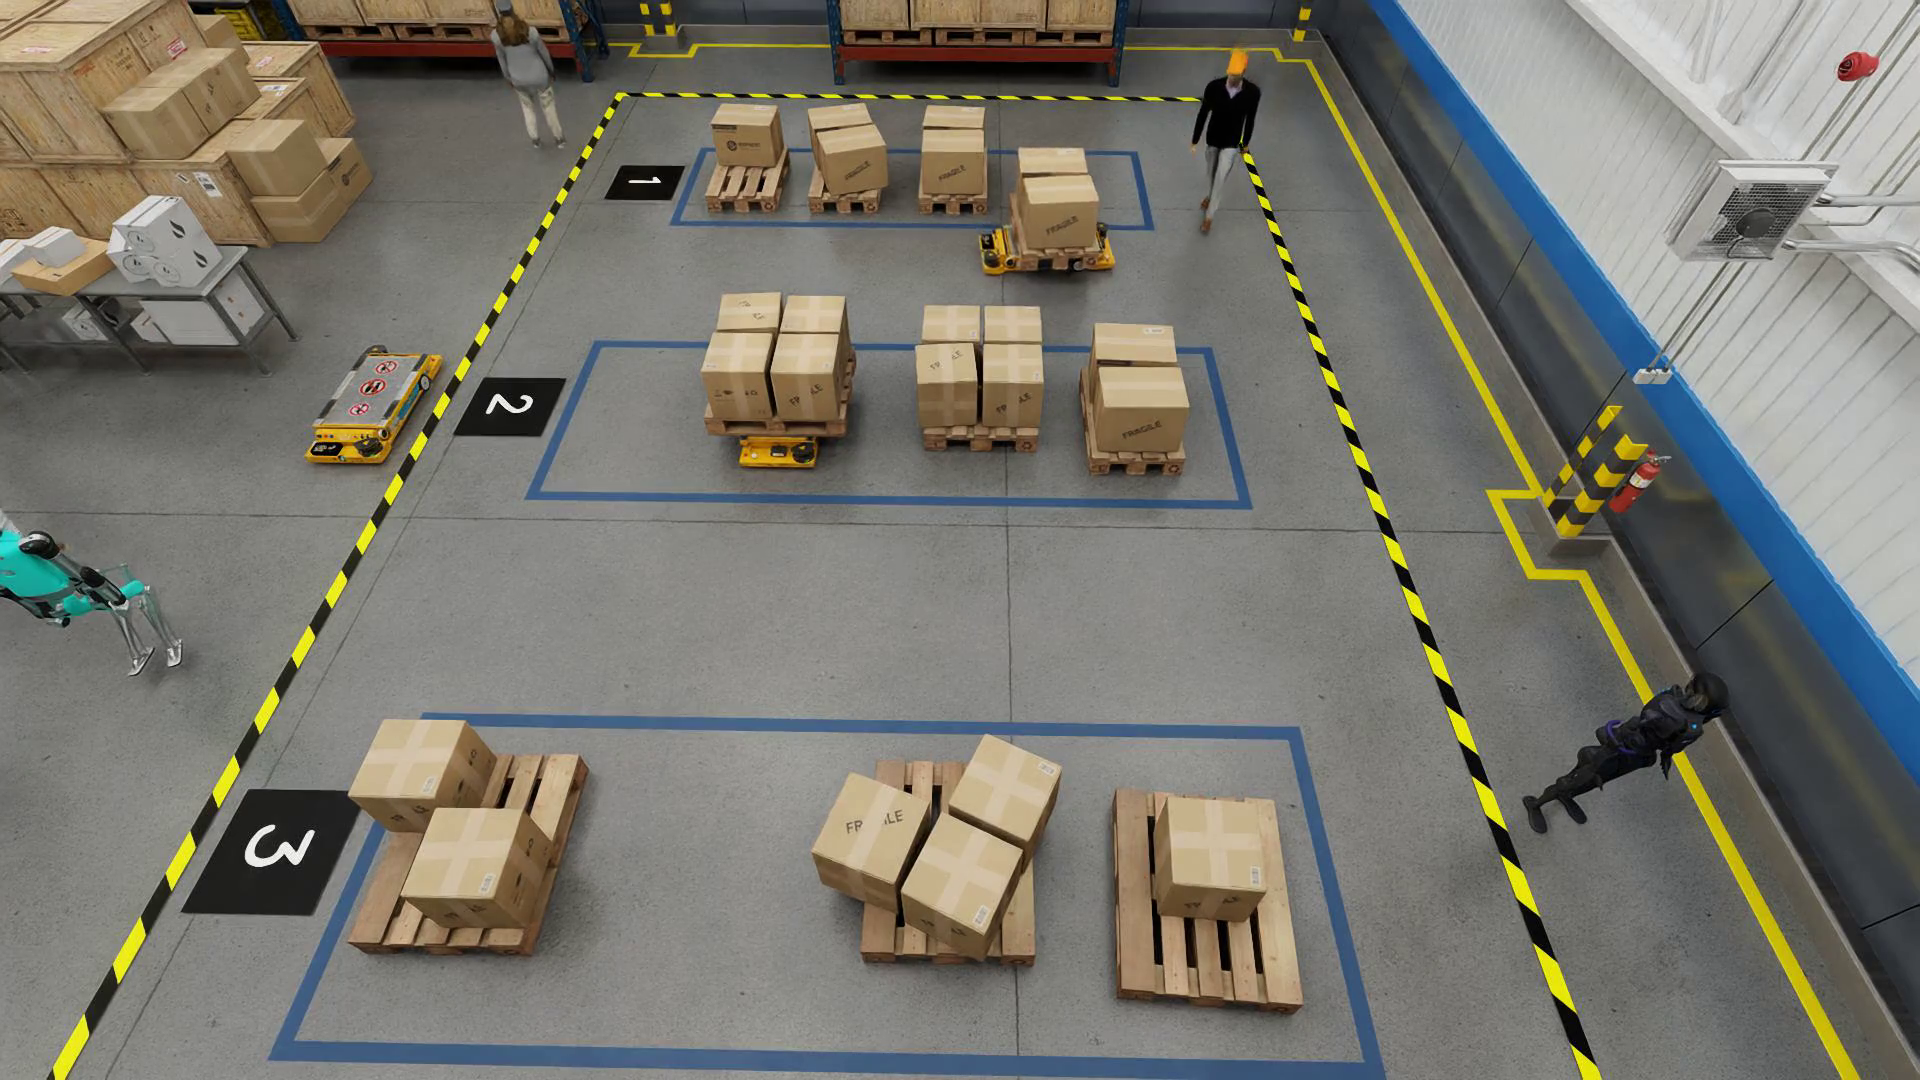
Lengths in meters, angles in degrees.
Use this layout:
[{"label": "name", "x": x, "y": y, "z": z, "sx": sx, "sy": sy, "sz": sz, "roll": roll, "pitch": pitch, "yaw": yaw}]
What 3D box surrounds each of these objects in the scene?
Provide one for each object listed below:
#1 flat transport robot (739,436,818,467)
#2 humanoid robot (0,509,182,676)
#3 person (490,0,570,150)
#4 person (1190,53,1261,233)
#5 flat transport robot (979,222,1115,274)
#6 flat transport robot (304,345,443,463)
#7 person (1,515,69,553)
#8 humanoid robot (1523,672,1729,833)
[{"label": "flat transport robot", "x": -1.582, "y": -1.235, "z": 8.394, "sx": 0.652, "sy": 0.197, "sz": 1.431, "roll": 1, "pitch": 50, "yaw": 1}, {"label": "humanoid robot", "x": -5.834, "y": 0.258, "z": 6.099, "sx": 0.533, "sy": 1.677, "sz": 0.735, "roll": -11, "pitch": 51, "yaw": -9}, {"label": "person", "x": -5.232, "y": -5.637, "z": 11.152, "sx": 0.575, "sy": 1.768, "sz": 0.399, "roll": -7, "pitch": 50, "yaw": -6}, {"label": "person", "x": 2.852, "y": -4.373, "z": 10.046, "sx": 0.603, "sy": 1.825, "sz": 0.990, "roll": 20, "pitch": 53, "yaw": 16}, {"label": "flat transport robot", "x": 0.949, "y": -3.223, "z": 10.076, "sx": 1.431, "sy": 0.197, "sz": 0.652, "roll": -4, "pitch": 50, "yaw": -3}, {"label": "flat transport robot", "x": -5.383, "y": -1.269, "z": 8.441, "sx": 0.659, "sy": 0.231, "sz": 1.431, "roll": 1, "pitch": 50, "yaw": 1}, {"label": "person", "x": -7.259, "y": -0.321, "z": 6.587, "sx": 0.372, "sy": 1.877, "sz": 0.605, "roll": -33, "pitch": 57, "yaw": -25}, {"label": "humanoid robot", "x": 3.920, "y": 1.258, "z": 5.373, "sx": 0.599, "sy": 1.653, "sz": 0.315, "roll": -7, "pitch": 50, "yaw": -6}]
